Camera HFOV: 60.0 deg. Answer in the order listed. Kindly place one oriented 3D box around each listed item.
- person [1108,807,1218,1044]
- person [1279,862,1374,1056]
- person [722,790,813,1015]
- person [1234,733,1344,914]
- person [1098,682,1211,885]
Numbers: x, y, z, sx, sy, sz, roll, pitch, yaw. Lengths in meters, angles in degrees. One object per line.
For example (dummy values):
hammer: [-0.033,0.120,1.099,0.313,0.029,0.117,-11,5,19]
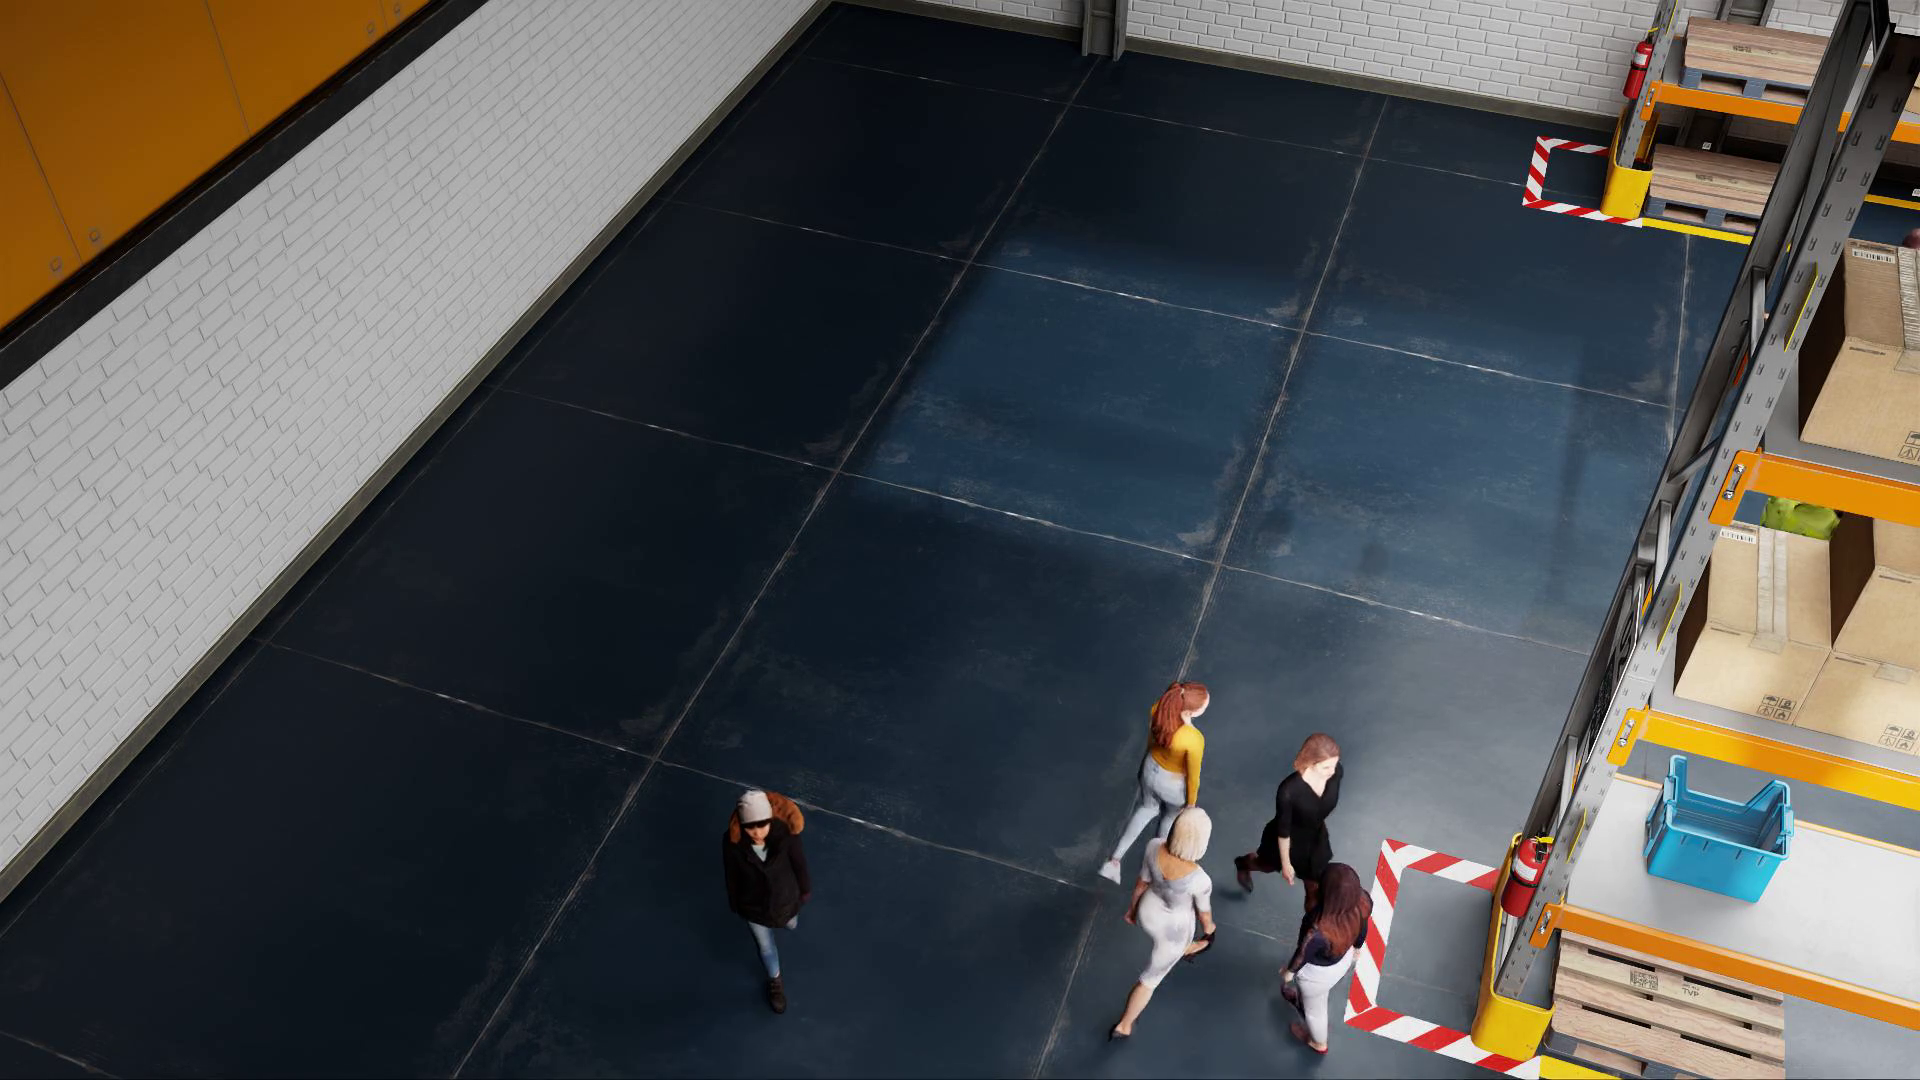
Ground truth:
person: [1.034,2.095,8.784,1.014,1.695,1.133,-30,51,-28]
person: [1.947,2.251,8.696,0.726,1.591,0.787,-32,52,-29]
person: [-1.053,1.859,9.091,1.007,1.614,0.981,-8,44,-9]
person: [1.805,1.626,9.301,1.021,1.660,1.096,-20,47,-19]
person: [1.110,1.414,9.470,0.964,1.736,0.989,-29,51,-27]
